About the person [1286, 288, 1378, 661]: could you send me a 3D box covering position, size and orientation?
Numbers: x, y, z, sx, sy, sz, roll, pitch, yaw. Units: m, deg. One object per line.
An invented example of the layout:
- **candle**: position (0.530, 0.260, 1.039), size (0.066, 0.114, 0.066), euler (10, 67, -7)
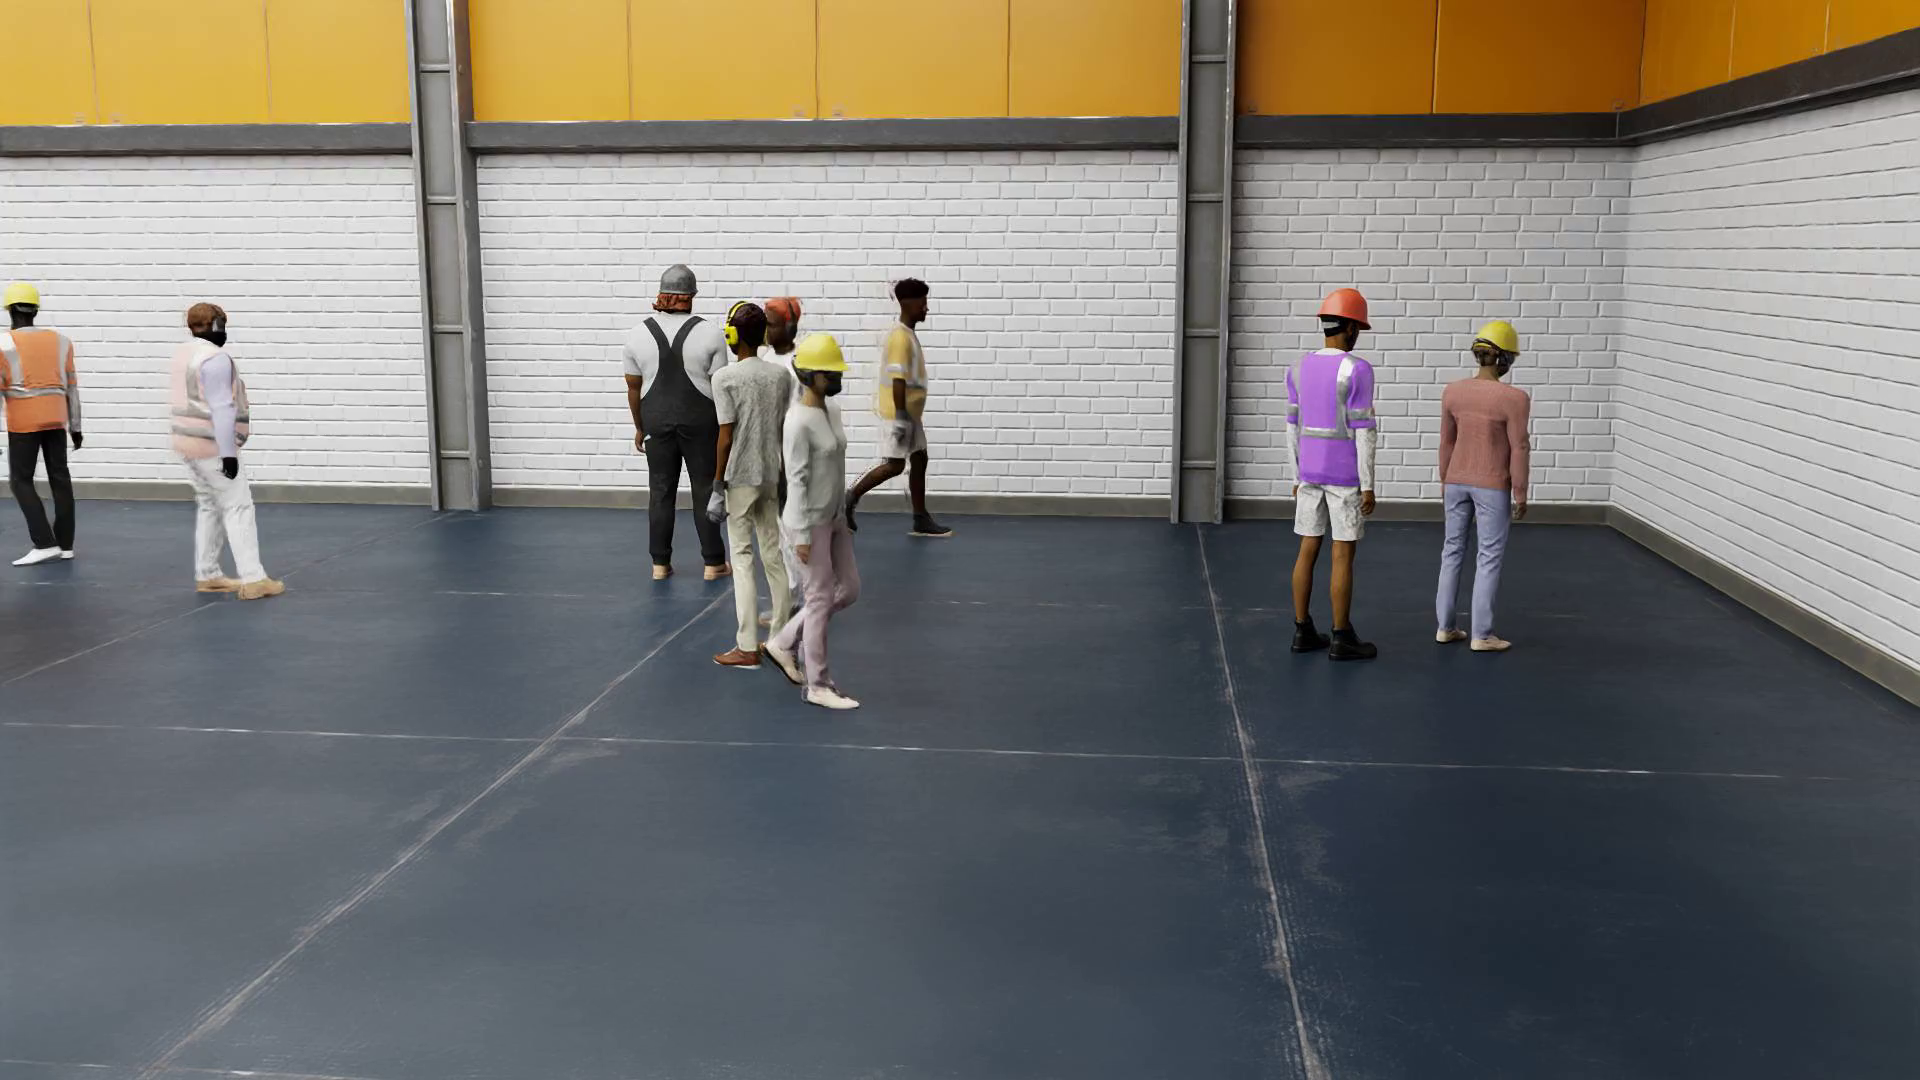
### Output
- **person**: position (1.955, -0.337, 8.668), size (0.372, 1.928, 0.543), euler (-8, 13, -38)

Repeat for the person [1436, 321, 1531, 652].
- **person**: position (2.785, -0.278, 8.834), size (0.342, 1.754, 0.533), euler (-8, 13, -39)

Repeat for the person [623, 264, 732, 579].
- **person**: position (-1.793, -0.761, 10.767), size (0.678, 2.000, 0.537), euler (1, 10, 5)

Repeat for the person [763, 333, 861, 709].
- **person**: position (-0.690, -0.085, 7.725), size (0.440, 1.750, 0.537), euler (3, 10, 18)

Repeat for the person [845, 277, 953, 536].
- **person**: position (-0.512, -0.962, 12.237), size (0.840, 1.940, 0.612), euler (1, 10, 5)

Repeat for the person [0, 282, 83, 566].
- **person**: position (-6.313, -0.792, 11.334), size (0.473, 1.910, 0.621), euler (7, 12, 33)

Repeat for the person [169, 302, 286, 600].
- **person**: position (-4.568, -0.549, 10.236), size (0.483, 1.822, 0.704), euler (-9, 13, -42)

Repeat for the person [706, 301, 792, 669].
- **person**: position (-1.075, -0.277, 8.487), size (0.313, 1.869, 0.538), euler (9, 13, 41)
